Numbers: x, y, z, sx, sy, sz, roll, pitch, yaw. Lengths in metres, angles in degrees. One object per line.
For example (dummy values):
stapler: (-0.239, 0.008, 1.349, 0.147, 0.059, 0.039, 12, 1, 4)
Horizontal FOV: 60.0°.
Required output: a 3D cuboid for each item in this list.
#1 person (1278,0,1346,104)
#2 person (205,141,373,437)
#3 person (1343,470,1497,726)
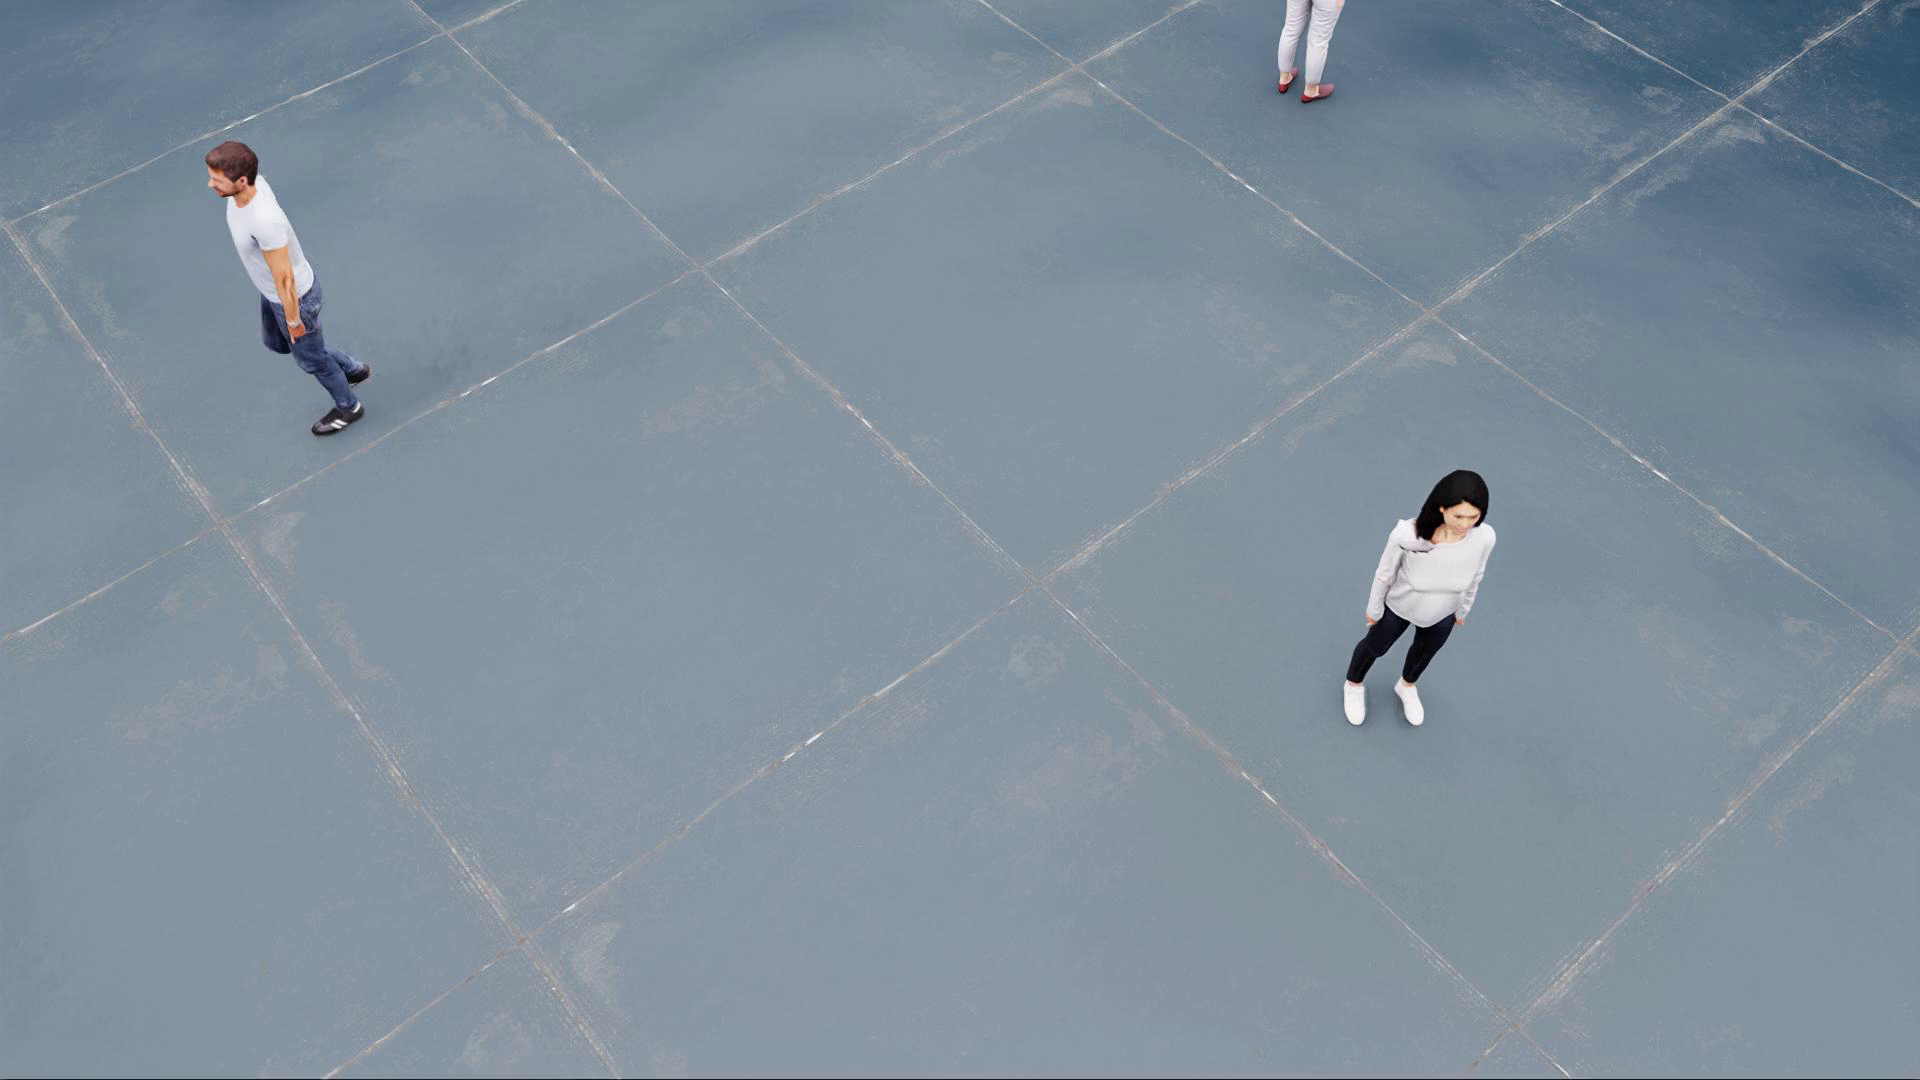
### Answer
person: (2.191, -3.409, 10.164, 0.616, 1.609, 0.566, 37, 61, 25)
person: (-3.297, -1.282, 8.363, 0.695, 1.853, 0.679, -28, 57, -20)
person: (2.008, 0.259, 7.267, 0.670, 1.699, 0.750, -1, 52, 0)
